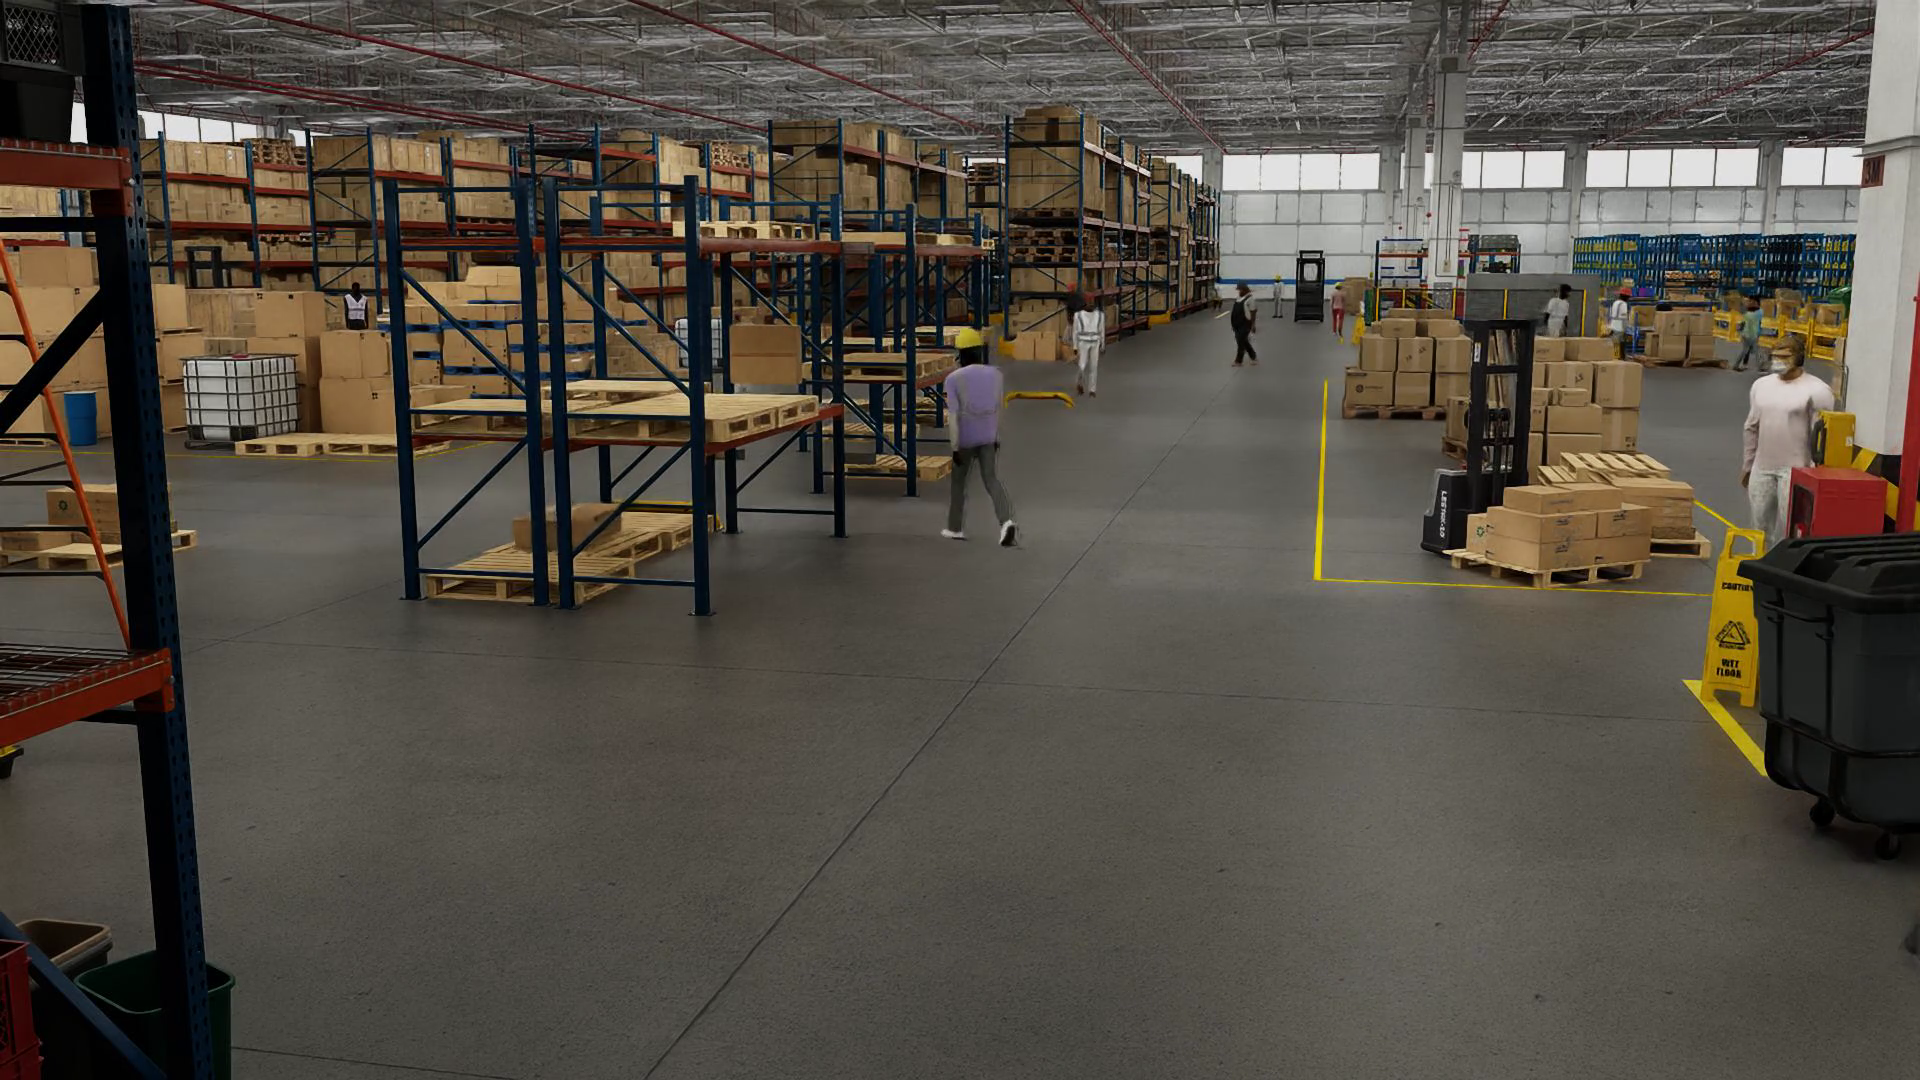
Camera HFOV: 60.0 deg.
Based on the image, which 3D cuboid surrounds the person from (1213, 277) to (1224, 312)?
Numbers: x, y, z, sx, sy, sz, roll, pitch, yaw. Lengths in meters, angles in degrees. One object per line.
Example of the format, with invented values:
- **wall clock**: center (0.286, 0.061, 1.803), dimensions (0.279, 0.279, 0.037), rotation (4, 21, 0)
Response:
- **person**: center (12.087, -11.472, 77.716), dimensions (0.548, 1.654, 0.674), rotation (-7, 12, -36)

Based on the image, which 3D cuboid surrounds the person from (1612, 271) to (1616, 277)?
- **person**: center (31.416, -11.999, 80.049), dimensions (0.508, 1.933, 0.629), rotation (-4, 10, -23)

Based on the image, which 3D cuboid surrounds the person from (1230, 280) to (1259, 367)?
- **person**: center (6.612, -5.037, 38.518), dimensions (0.860, 2.000, 0.684), rotation (-4, 10, -23)

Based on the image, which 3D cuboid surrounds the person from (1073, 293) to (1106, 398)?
- **person**: center (2.322, -3.468, 29.750), dimensions (0.584, 1.871, 0.404), rotation (-1, 10, -9)

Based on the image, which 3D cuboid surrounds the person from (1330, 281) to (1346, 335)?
- **person**: center (12.273, -7.509, 53.992), dimensions (0.524, 1.755, 0.585), rotation (2, 10, 13)

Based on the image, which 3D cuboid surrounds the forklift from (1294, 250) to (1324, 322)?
- **forklift**: center (13.778, -10.002, 65.433), dimensions (1.129, 2.768, 1.873), rotation (2, 10, 12)

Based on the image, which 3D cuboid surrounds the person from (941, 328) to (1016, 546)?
- **person**: center (0.161, -0.897, 14.457), dimensions (0.595, 1.894, 0.911), rotation (-5, 11, -28)

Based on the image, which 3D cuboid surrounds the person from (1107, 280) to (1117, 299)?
- **person**: center (6.497, -10.484, 71.073), dimensions (0.551, 1.937, 0.357), rotation (-4, 10, -22)

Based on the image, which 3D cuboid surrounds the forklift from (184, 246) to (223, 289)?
- **forklift**: center (-20.364, -6.537, 44.918), dimensions (1.129, 2.768, 1.873), rotation (2, 10, 12)

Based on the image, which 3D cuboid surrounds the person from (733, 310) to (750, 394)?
- **person**: center (-3.907, -3.247, 29.244), dimensions (0.515, 1.597, 0.868), rotation (4, 11, 25)

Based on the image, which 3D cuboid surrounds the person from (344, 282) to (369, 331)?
- **person**: center (-15.003, -5.451, 41.371), dimensions (0.587, 1.911, 0.397), rotation (-7, 12, -37)

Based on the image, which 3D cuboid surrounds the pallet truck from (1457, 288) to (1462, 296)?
- **pallet truck**: center (20.506, -9.785, 68.819), dimensions (0.653, 1.274, 1.630), rotation (2, 10, 12)

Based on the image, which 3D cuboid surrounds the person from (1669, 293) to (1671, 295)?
- **person**: center (34.613, -12.038, 80.617), dimensions (0.403, 1.823, 0.588), rotation (-4, 11, -24)

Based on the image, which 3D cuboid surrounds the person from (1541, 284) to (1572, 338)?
- **person**: center (13.580, -4.847, 37.760), dimensions (0.691, 1.910, 0.747), rotation (-8, 13, -41)

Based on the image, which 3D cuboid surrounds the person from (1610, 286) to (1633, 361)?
- **person**: center (14.748, -4.773, 37.440), dimensions (0.931, 1.894, 0.565), rotation (0, 10, 1)

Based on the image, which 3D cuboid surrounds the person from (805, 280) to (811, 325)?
- **person**: center (-5.656, -8.882, 62.312), dimensions (0.611, 1.691, 0.322), rotation (-2, 10, -10)

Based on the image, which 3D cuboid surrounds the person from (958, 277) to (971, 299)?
- **person**: center (0.175, -10.992, 74.492), dimensions (0.596, 1.797, 0.818), rotation (1, 10, 6)

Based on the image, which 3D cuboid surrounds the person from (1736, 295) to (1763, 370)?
- **person**: center (17.680, -4.645, 37.226), dimensions (0.554, 1.688, 0.373), rotation (-6, 11, -30)

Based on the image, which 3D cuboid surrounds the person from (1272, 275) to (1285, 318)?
- **person**: center (13.432, -10.281, 70.229), dimensions (0.404, 1.824, 0.591), rotation (-7, 12, -34)

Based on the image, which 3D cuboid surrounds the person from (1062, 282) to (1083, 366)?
- **person**: center (2.655, -5.020, 38.708), dimensions (0.618, 1.939, 0.677), rotation (-5, 11, -29)

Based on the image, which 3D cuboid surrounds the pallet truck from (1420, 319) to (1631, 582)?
- **pallet truck**: center (4.543, -0.757, 13.299), dimensions (0.823, 1.965, 1.885), rotation (-4, 10, -22)

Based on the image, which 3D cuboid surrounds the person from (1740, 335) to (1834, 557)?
- **person**: center (5.939, -0.510, 12.015), dimensions (0.354, 1.936, 0.635), rotation (-6, 11, -30)

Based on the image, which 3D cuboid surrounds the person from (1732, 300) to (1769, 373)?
- **person**: center (17.367, -4.466, 36.457), dimensions (0.619, 1.597, 0.554), rotation (1, 10, 6)
